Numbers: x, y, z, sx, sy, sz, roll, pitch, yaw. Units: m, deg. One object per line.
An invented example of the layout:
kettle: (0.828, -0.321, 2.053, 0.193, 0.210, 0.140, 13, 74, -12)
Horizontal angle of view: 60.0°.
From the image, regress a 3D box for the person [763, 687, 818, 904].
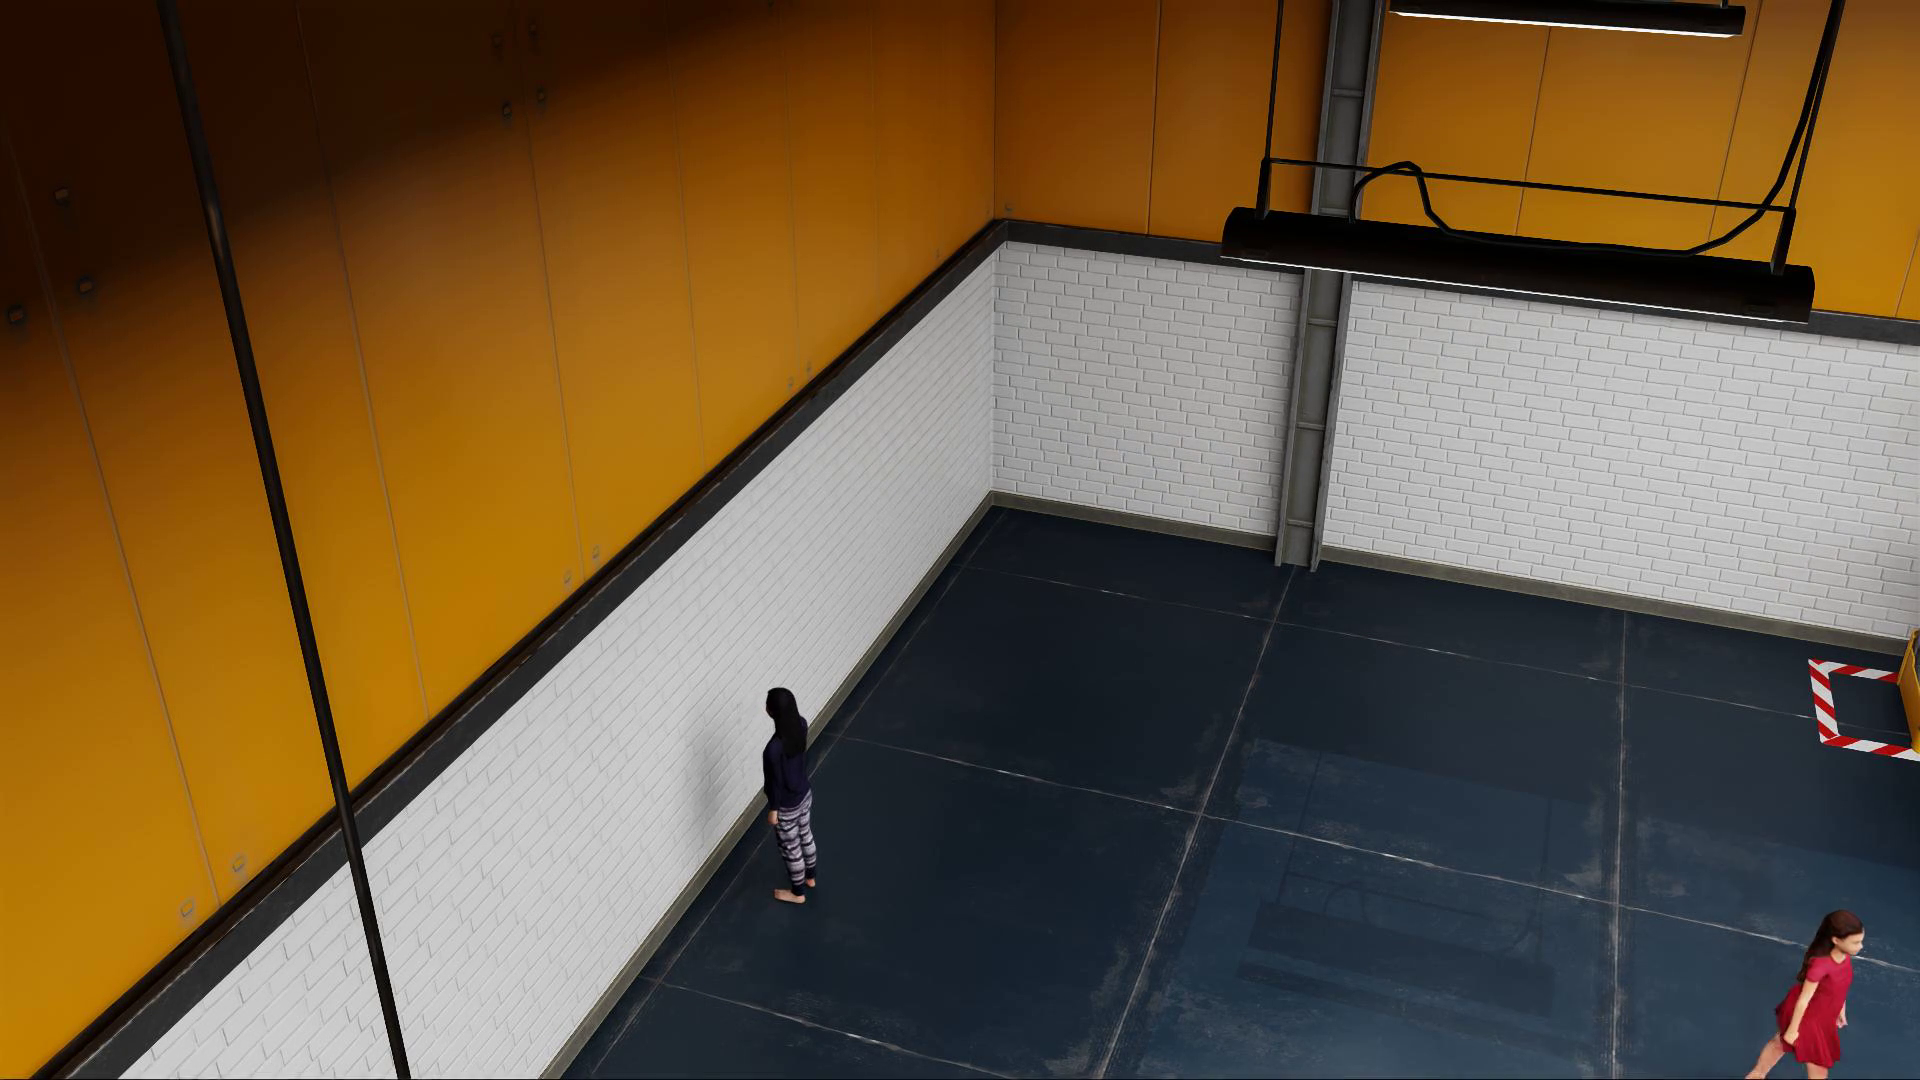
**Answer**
person: (-1.171, 1.753, 11.480, 0.536, 1.733, 0.625, 13, 31, 22)

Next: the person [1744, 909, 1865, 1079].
person: (4.956, 2.767, 9.838, 0.822, 1.526, 1.029, -25, 37, -37)
